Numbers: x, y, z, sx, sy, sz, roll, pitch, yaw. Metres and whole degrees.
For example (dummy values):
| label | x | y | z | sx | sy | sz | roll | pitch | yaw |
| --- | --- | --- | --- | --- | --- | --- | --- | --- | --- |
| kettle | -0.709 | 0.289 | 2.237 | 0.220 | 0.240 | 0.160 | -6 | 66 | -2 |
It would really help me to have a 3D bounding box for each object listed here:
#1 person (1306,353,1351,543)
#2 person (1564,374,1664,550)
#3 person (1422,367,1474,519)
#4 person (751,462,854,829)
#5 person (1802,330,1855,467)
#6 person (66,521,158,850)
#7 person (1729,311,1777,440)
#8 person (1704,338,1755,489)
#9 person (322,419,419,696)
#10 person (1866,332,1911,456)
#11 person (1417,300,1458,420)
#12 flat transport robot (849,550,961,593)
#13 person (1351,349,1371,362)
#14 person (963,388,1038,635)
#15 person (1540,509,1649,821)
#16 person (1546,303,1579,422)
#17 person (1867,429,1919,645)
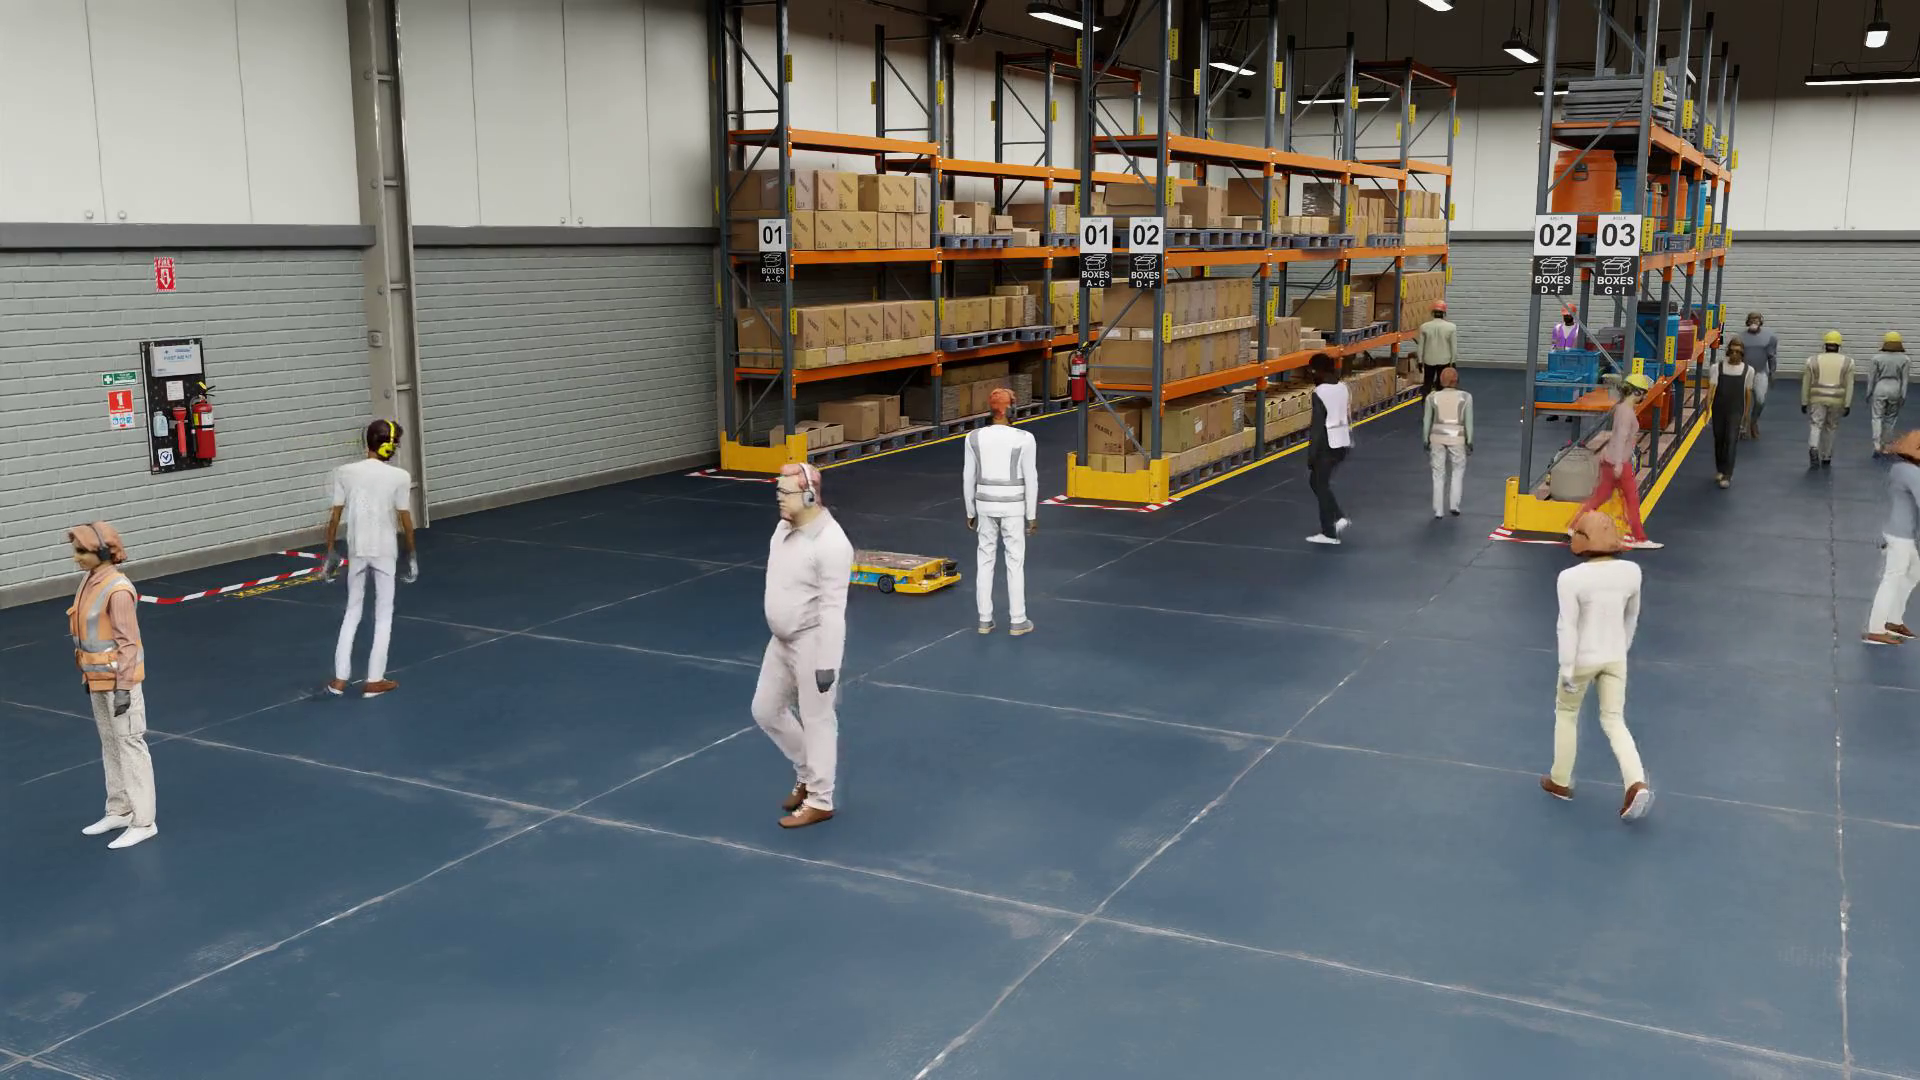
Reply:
| label | x | y | z | sx | sy | sz | roll | pitch | yaw |
| --- | --- | --- | --- | --- | --- | --- | --- | --- | --- |
| person | 3.628 | -0.907 | 16.490 | 0.472 | 1.875 | 0.645 | 8 | 13 | 37 |
| person | 6.387 | -0.764 | 16.182 | 0.888 | 1.701 | 0.587 | 3 | 11 | 16 |
| person | 5.268 | -1.049 | 17.942 | 0.550 | 1.613 | 0.597 | 4 | 11 | 22 |
| person | -0.813 | 0.542 | 8.516 | 0.432 | 1.894 | 0.670 | -7 | 12 | -33 |
| person | 11.313 | -1.831 | 21.706 | 0.599 | 1.811 | 0.746 | 6 | 12 | 28 |
| person | -4.233 | 0.713 | 8.302 | 0.511 | 1.638 | 0.307 | 10 | 14 | 43 |
| person | 11.703 | -2.419 | 24.598 | 0.667 | 1.917 | 0.602 | 5 | 11 | 23 |
| person | 9.371 | -1.561 | 20.278 | 0.508 | 1.808 | 0.970 | 6 | 12 | 28 |
| person | -3.892 | 0.117 | 11.023 | 0.564 | 1.829 | 0.455 | 0 | 10 | -1 |
| person | 12.815 | -2.013 | 22.979 | 0.503 | 1.716 | 0.759 | 5 | 12 | 27 |
| person | 7.849 | -2.948 | 27.333 | 0.621 | 1.979 | 0.460 | 4 | 11 | 22 |
| flat transport robot | -0.771 | 0.253 | 14.536 | 1.431 | 0.197 | 0.652 | 5 | 12 | 27 |
| person | 8.242 | -4.184 | 34.037 | 0.887 | 1.979 | 0.777 | -9 | 14 | -39 |
| person | 0.312 | -0.212 | 12.671 | 0.574 | 1.884 | 0.357 | 4 | 11 | 19 |
| person | 3.372 | 0.648 | 8.742 | 0.497 | 1.607 | 0.714 | -2 | 11 | -8 |
| person | 9.899 | -2.892 | 27.136 | 0.546 | 1.939 | 0.375 | 8 | 13 | 38 |
| person | 7.035 | -0.010 | 12.315 | 0.534 | 1.618 | 0.519 | 2 | 11 | 12 |
